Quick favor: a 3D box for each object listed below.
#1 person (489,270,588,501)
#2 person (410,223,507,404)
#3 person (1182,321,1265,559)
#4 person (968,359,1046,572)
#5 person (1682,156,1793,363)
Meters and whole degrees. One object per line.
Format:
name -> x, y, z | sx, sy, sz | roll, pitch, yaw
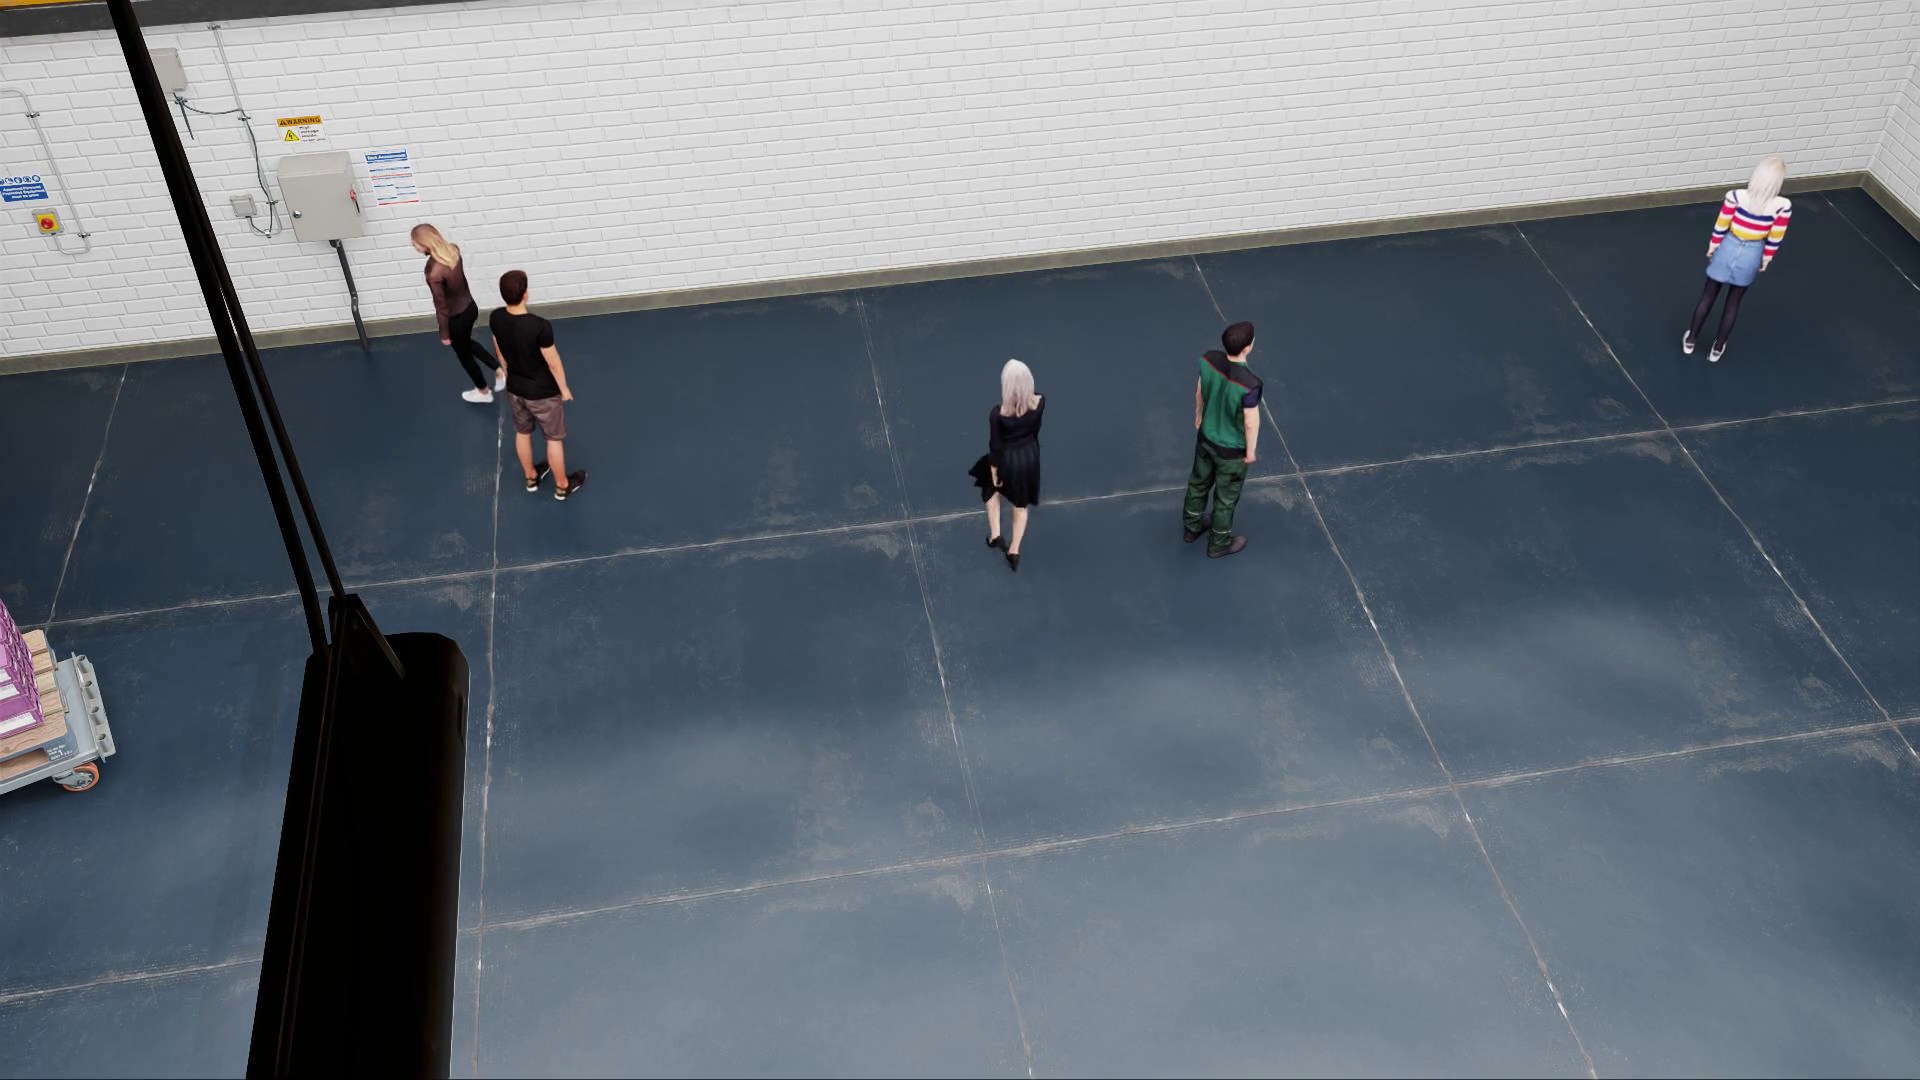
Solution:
person -> -3.047, -1.087, 11.805 | 0.734, 1.856, 0.744 | 15, 46, 15
person -> -3.695, -1.665, 12.539 | 0.806, 1.681, 0.742 | 8, 44, 8
person -> 1.801, -0.697, 11.365 | 0.827, 1.899, 0.695 | -30, 51, -27
person -> 0.407, -0.461, 11.235 | 0.697, 1.736, 0.726 | -16, 46, -16
person -> 6.081, -2.203, 13.010 | 0.719, 1.810, 0.744 | 20, 47, 20
